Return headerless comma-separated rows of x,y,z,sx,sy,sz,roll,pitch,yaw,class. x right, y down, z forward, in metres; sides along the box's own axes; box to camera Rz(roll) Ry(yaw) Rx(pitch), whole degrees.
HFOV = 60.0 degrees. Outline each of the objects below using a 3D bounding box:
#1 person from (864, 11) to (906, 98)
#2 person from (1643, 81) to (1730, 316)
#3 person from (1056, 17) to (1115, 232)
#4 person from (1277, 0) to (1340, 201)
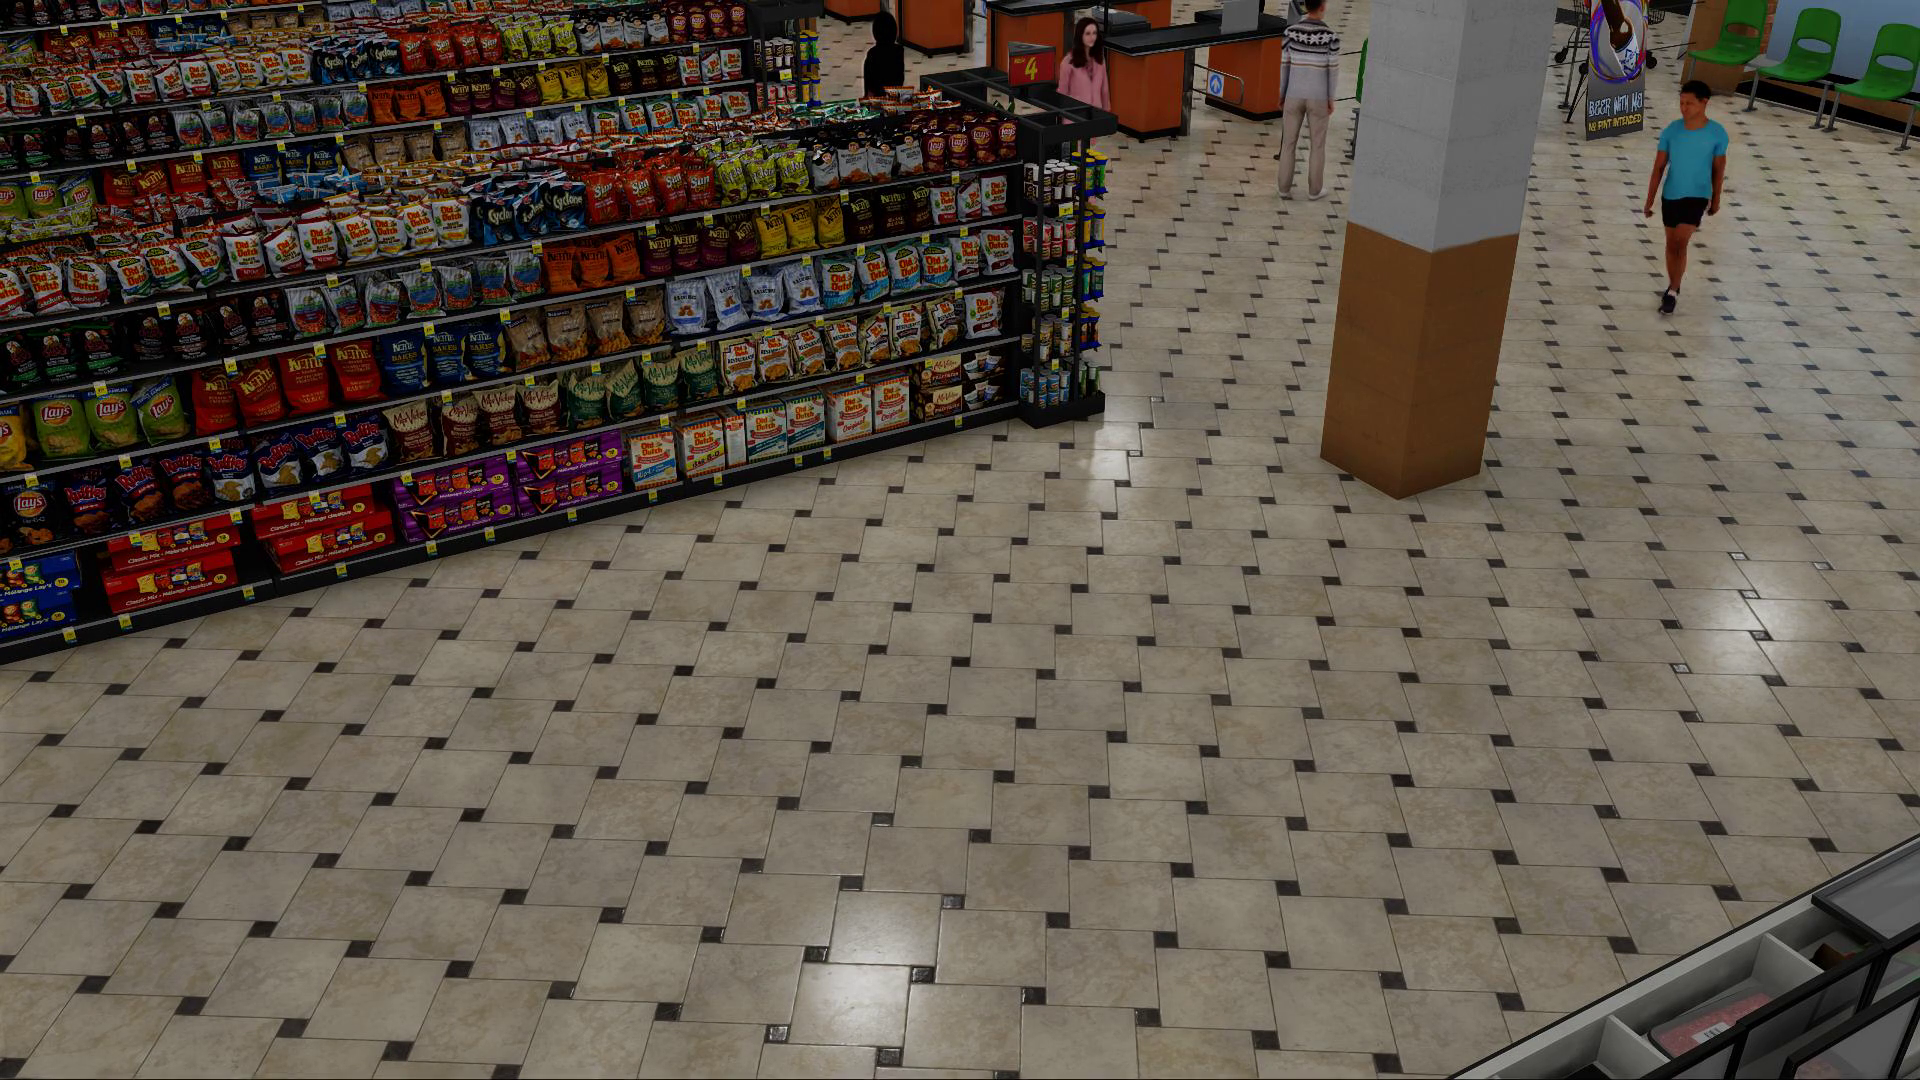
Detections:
-0.667,-3.867,14.910,0.522,1.702,0.656,-22,35,-34,person
5.492,-2.576,12.509,0.792,1.737,0.930,17,33,27,person
1.016,-3.574,14.324,1.018,1.750,0.685,-15,32,-26,person
3.131,-4.009,15.006,0.767,1.858,0.792,11,31,19,person
